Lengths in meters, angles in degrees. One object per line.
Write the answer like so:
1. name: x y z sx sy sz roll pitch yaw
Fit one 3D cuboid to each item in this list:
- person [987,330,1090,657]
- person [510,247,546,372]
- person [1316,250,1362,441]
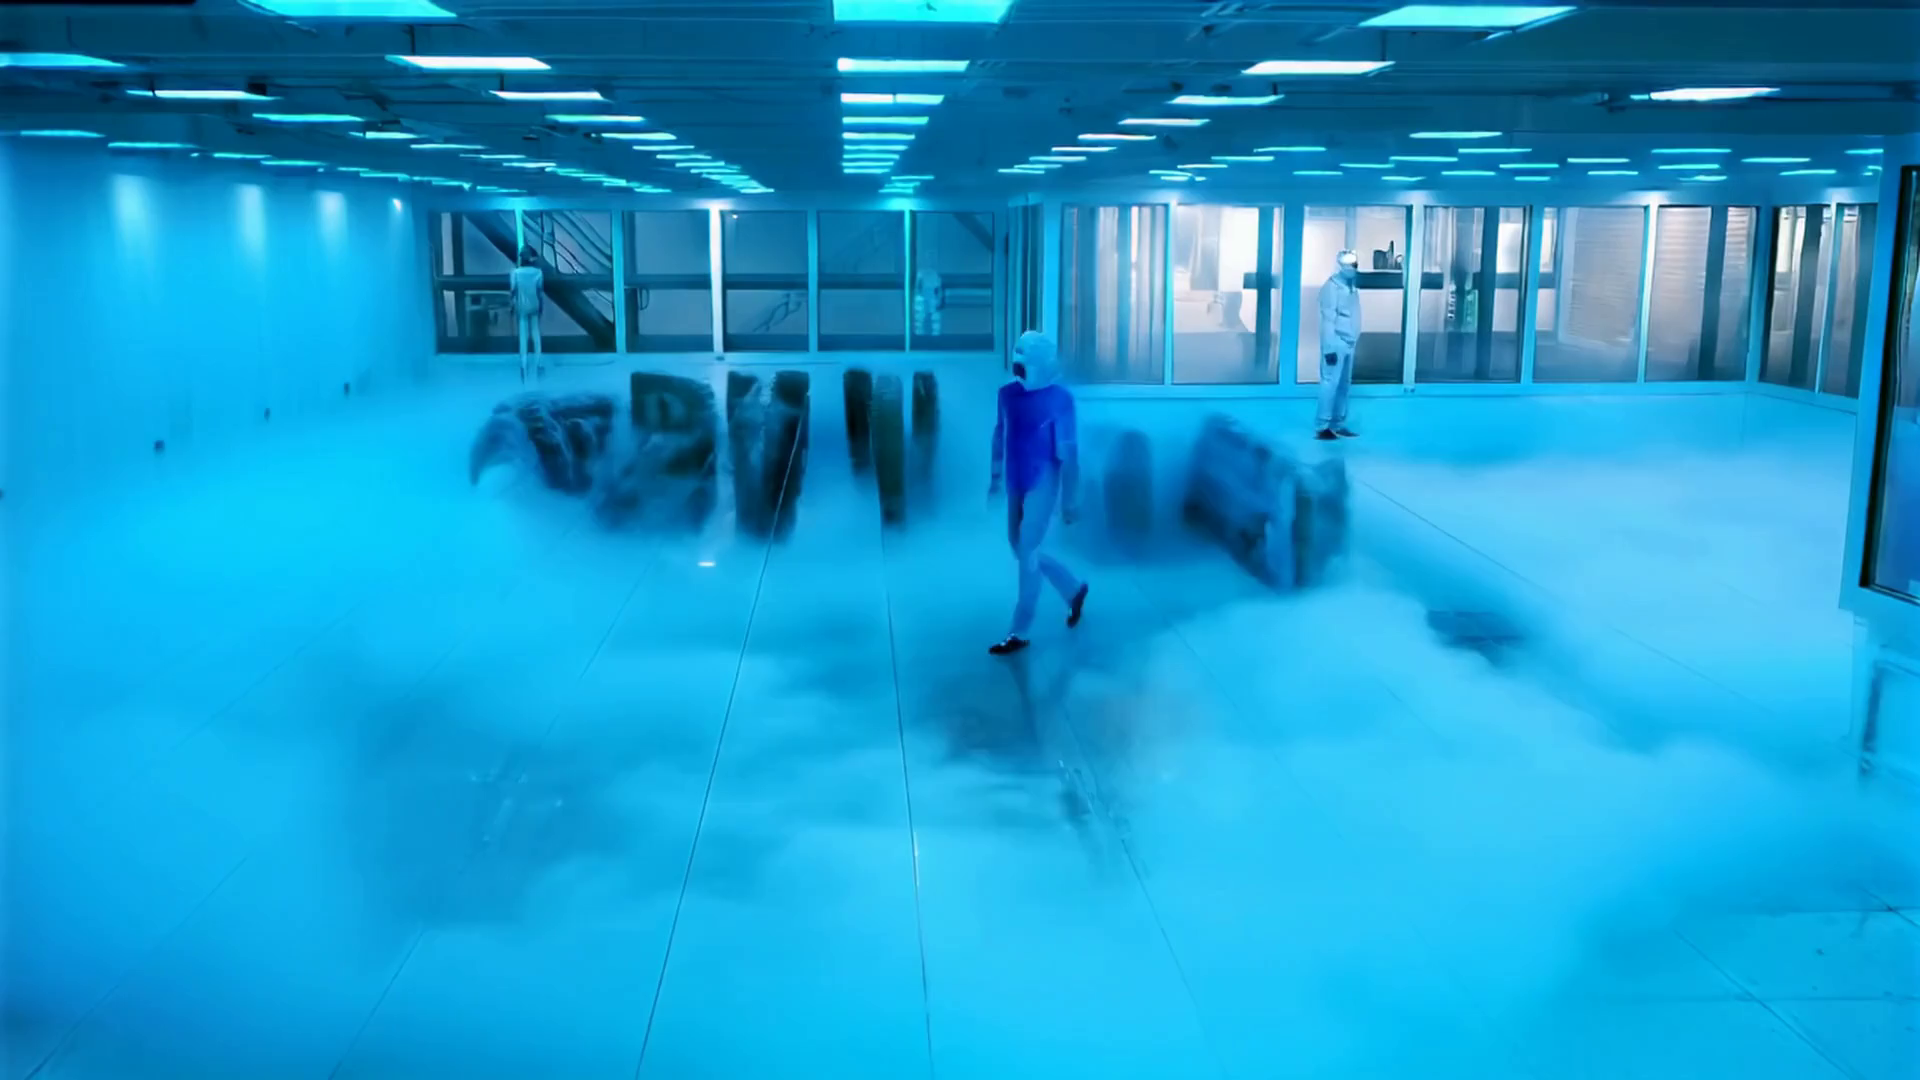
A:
1. person: 0.411 -0.252 8.334 0.694 1.612 0.501 -8 13 -38
2. person: -6.433 -3.420 24.780 0.502 1.861 0.328 -2 11 -12
3. person: 3.829 -1.946 16.706 0.397 1.901 0.651 8 13 36
